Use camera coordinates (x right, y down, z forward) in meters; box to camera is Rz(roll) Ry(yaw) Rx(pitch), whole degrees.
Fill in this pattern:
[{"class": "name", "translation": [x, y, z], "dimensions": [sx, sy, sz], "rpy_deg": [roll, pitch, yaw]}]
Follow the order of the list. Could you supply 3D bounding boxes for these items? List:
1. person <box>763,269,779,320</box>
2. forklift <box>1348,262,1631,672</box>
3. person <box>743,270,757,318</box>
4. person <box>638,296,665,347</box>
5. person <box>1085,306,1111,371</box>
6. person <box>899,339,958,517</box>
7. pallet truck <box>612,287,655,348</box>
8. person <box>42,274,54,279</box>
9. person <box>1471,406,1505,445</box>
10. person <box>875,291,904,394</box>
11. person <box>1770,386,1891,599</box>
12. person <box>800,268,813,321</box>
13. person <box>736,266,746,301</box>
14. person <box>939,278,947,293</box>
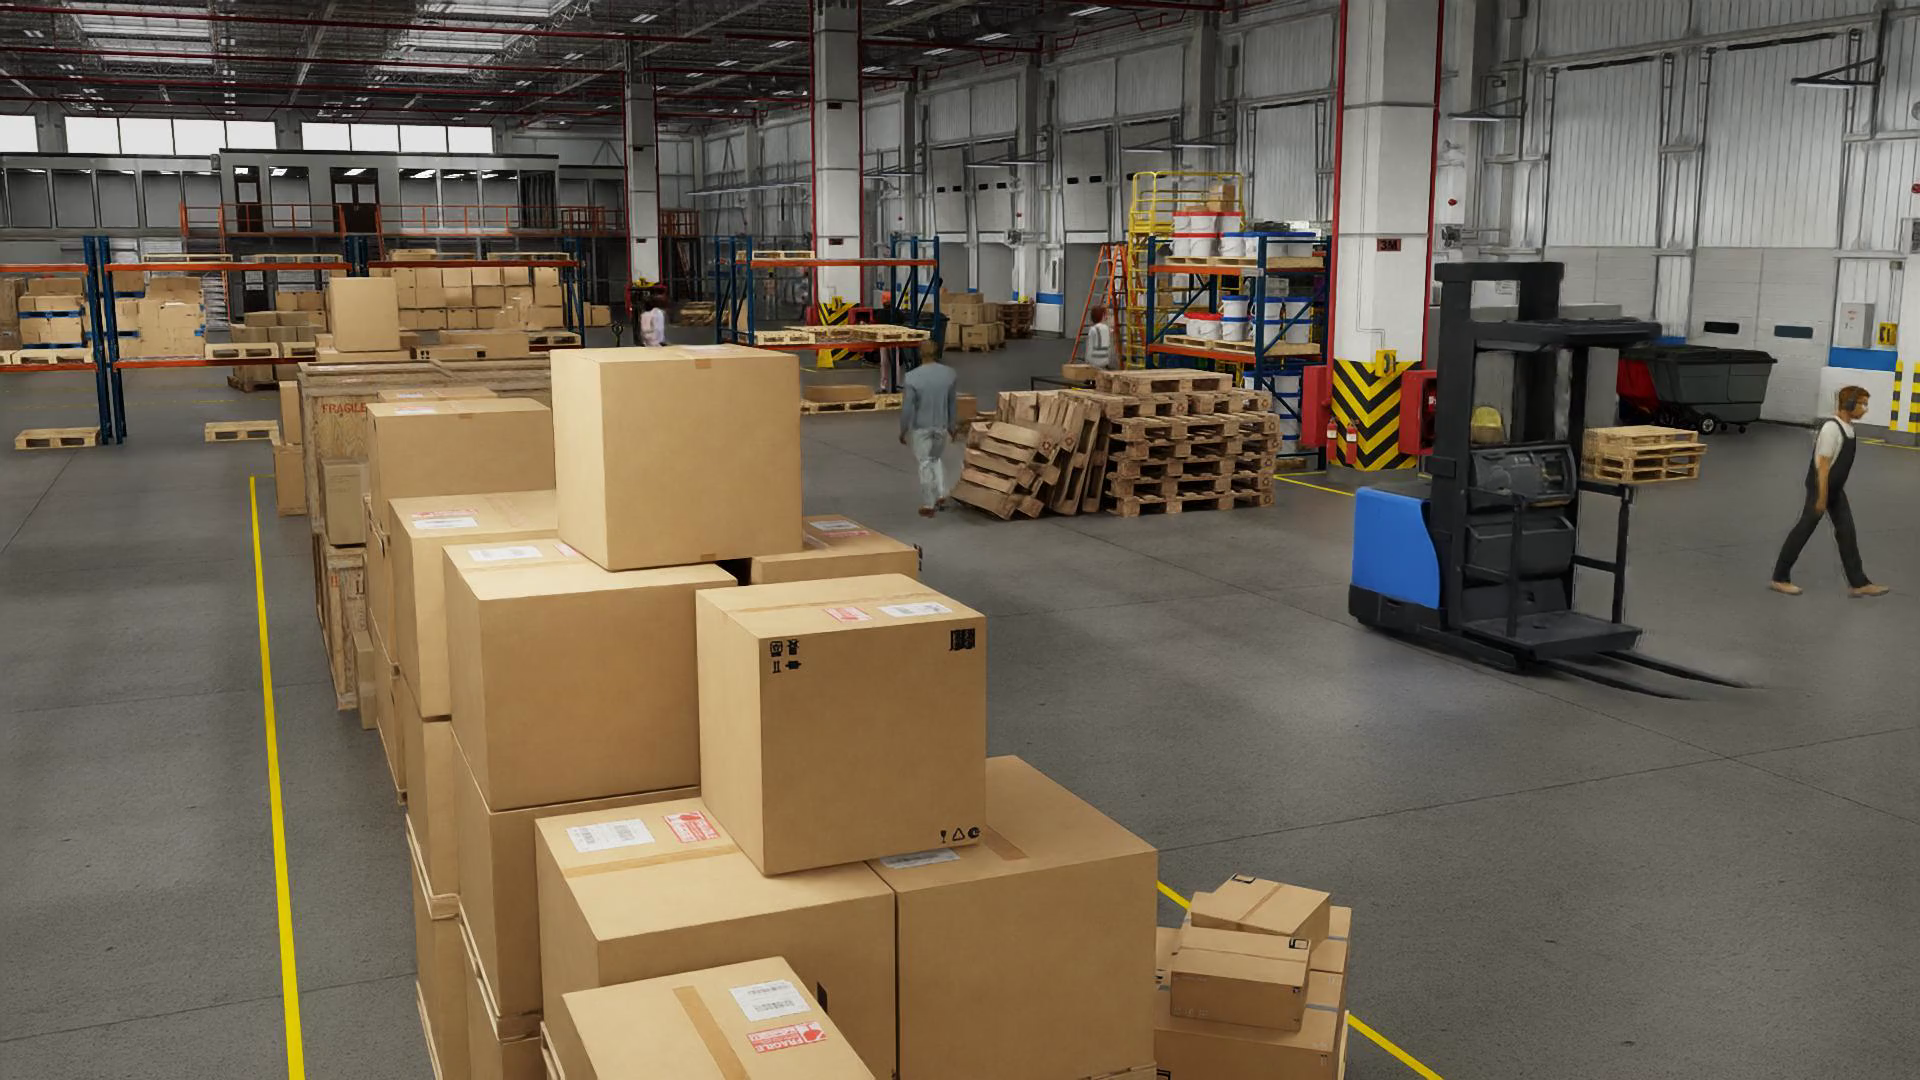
[{"class": "person", "translation": [-6.947, -9.056, 61.227], "dimensions": [0.586, 1.928, 0.364], "rpy_deg": [0, 10, -2]}, {"class": "forklift", "translation": [3.878, -0.639, 12.210], "dimensions": [1.129, 2.768, 1.873], "rpy_deg": [-5, 11, -25]}, {"class": "person", "translation": [-7.911, -9.278, 62.679], "dimensions": [0.429, 1.846, 0.628], "rpy_deg": [7, 12, 34]}, {"class": "person", "translation": [-6.312, -4.071, 34.016], "dimensions": [0.659, 1.828, 0.447], "rpy_deg": [9, 13, 40]}, {"class": "person", "translation": [2.287, -2.978, 27.897], "dimensions": [0.405, 1.872, 0.578], "rpy_deg": [7, 13, 35]}, {"class": "person", "translation": [-0.362, -1.208, 17.969], "dimensions": [0.640, 1.925, 0.484], "rpy_deg": [-6, 12, -28]}, {"class": "pallet truck", "translation": [-6.464, -4.406, 35.401], "dimensions": [0.823, 1.965, 1.885], "rpy_deg": [6, 12, 32]}, {"class": "person", "translation": [-24.904, -6.269, 45.565], "dimensions": [0.605, 2.038, 0.394], "rpy_deg": [0, 10, 2]}, {"class": "person", "translation": [3.943, -0.143, 12.608], "dimensions": [0.294, 1.744, 0.487], "rpy_deg": [0, 10, 0]}, {"class": "person", "translation": [-1.362, -3.771, 31.937], "dimensions": [0.609, 1.986, 0.391], "rpy_deg": [6, 12, 30]}, {"class": "person", "translation": [7.309, -0.388, 13.845], "dimensions": [0.945, 1.780, 0.607], "rpy_deg": [10, 14, 44]}, {"class": "person", "translation": [-5.478, -8.957, 60.742], "dimensions": [0.882, 1.900, 0.584], "rpy_deg": [-4, 11, -21]}, {"class": "person", "translation": [-8.761, -9.938, 66.031], "dimensions": [0.616, 1.945, 0.404], "rpy_deg": [1, 10, 3]}, {"class": "person", "translation": [-0.675, -7.927, 55.650], "dimensions": [0.533, 1.692, 0.319], "rpy_deg": [8, 13, 37]}]
